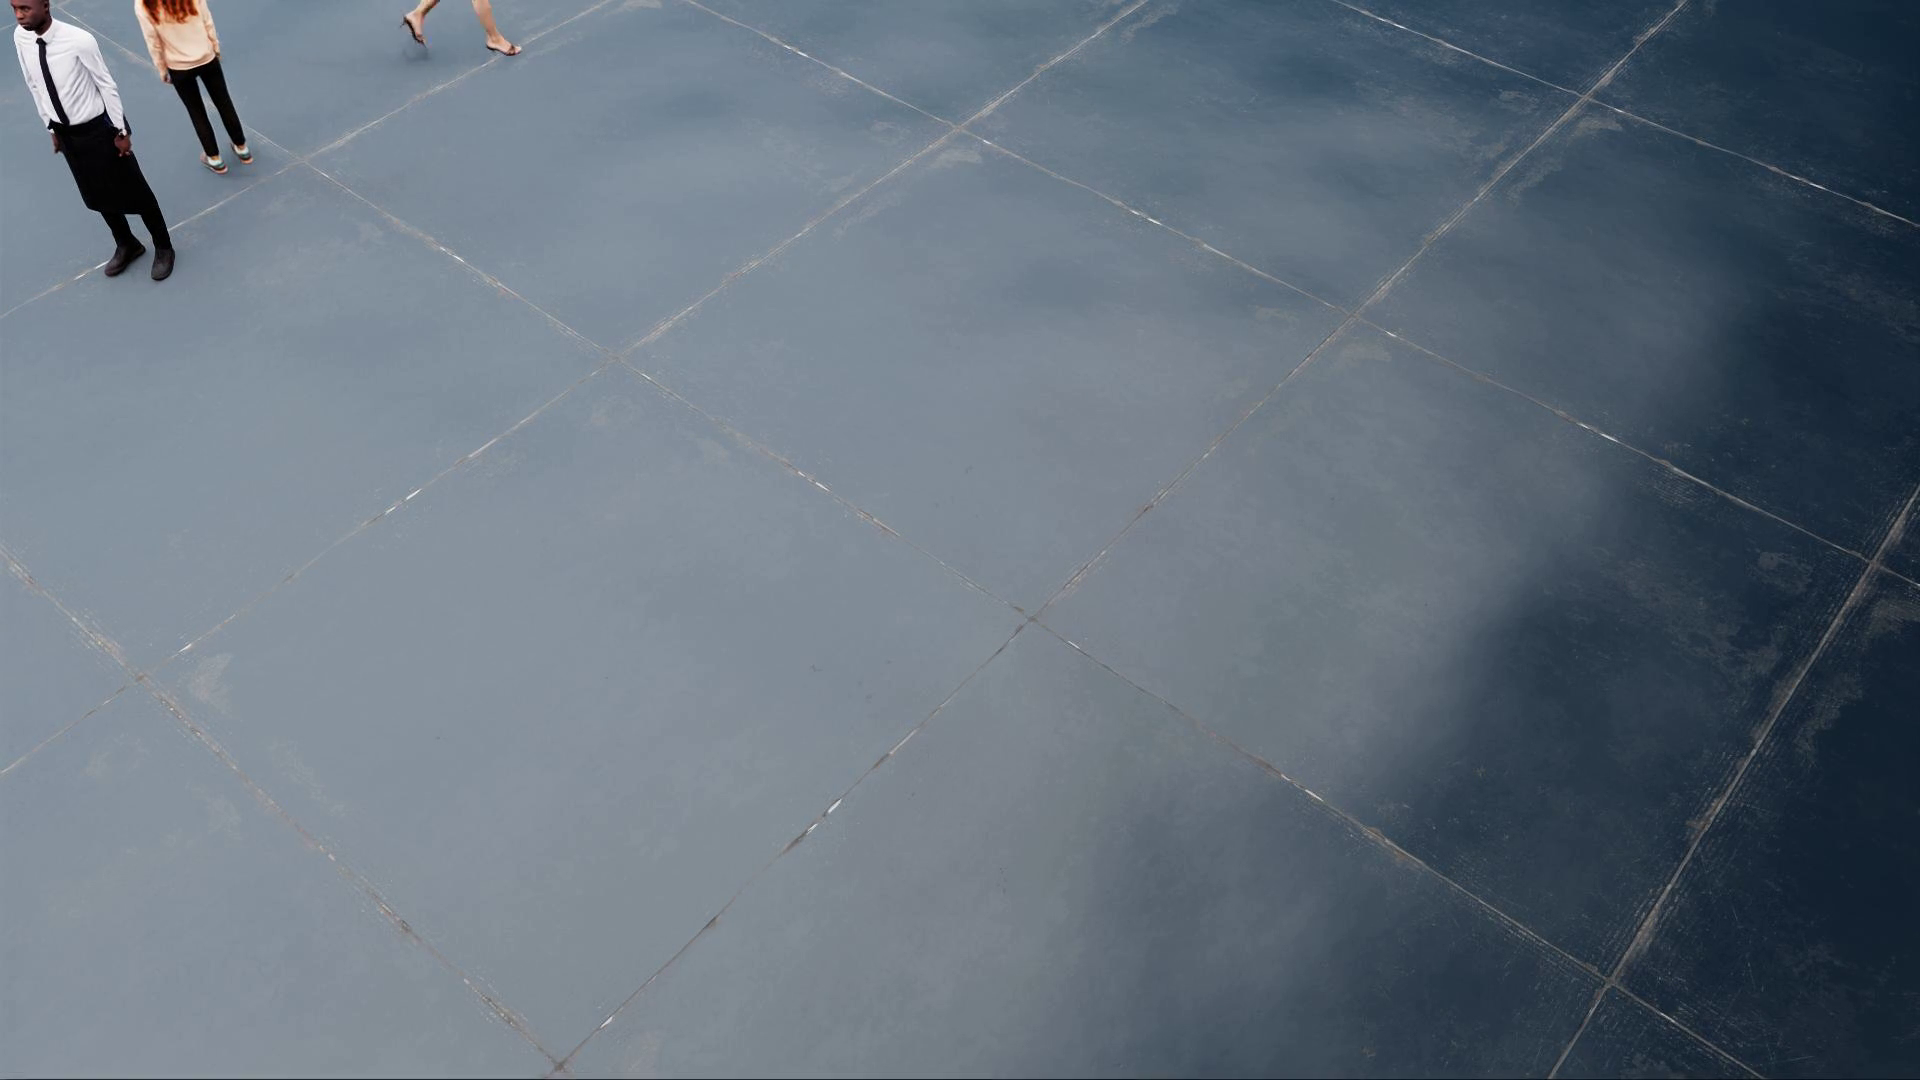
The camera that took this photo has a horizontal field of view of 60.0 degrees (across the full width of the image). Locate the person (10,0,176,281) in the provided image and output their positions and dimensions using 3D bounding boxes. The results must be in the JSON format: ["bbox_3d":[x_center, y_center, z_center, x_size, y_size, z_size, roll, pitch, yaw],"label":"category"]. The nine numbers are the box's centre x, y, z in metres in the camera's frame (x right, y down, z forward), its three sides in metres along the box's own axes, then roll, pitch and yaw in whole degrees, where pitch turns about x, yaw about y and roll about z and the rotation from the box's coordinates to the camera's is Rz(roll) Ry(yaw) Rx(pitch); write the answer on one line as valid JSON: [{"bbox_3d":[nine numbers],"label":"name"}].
[{"bbox_3d":[-4.873,-2.298,9.320,0.717,1.836,0.721,6,48,5],"label":"person"}]

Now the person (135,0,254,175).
[{"bbox_3d":[-4.685,-2.932,10.148,0.514,1.483,0.669,-29,54,-24],"label":"person"}]

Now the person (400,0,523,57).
[{"bbox_3d":[-3.430,-3.939,10.916,1.076,1.721,1.021,-3,47,-3],"label":"person"}]
